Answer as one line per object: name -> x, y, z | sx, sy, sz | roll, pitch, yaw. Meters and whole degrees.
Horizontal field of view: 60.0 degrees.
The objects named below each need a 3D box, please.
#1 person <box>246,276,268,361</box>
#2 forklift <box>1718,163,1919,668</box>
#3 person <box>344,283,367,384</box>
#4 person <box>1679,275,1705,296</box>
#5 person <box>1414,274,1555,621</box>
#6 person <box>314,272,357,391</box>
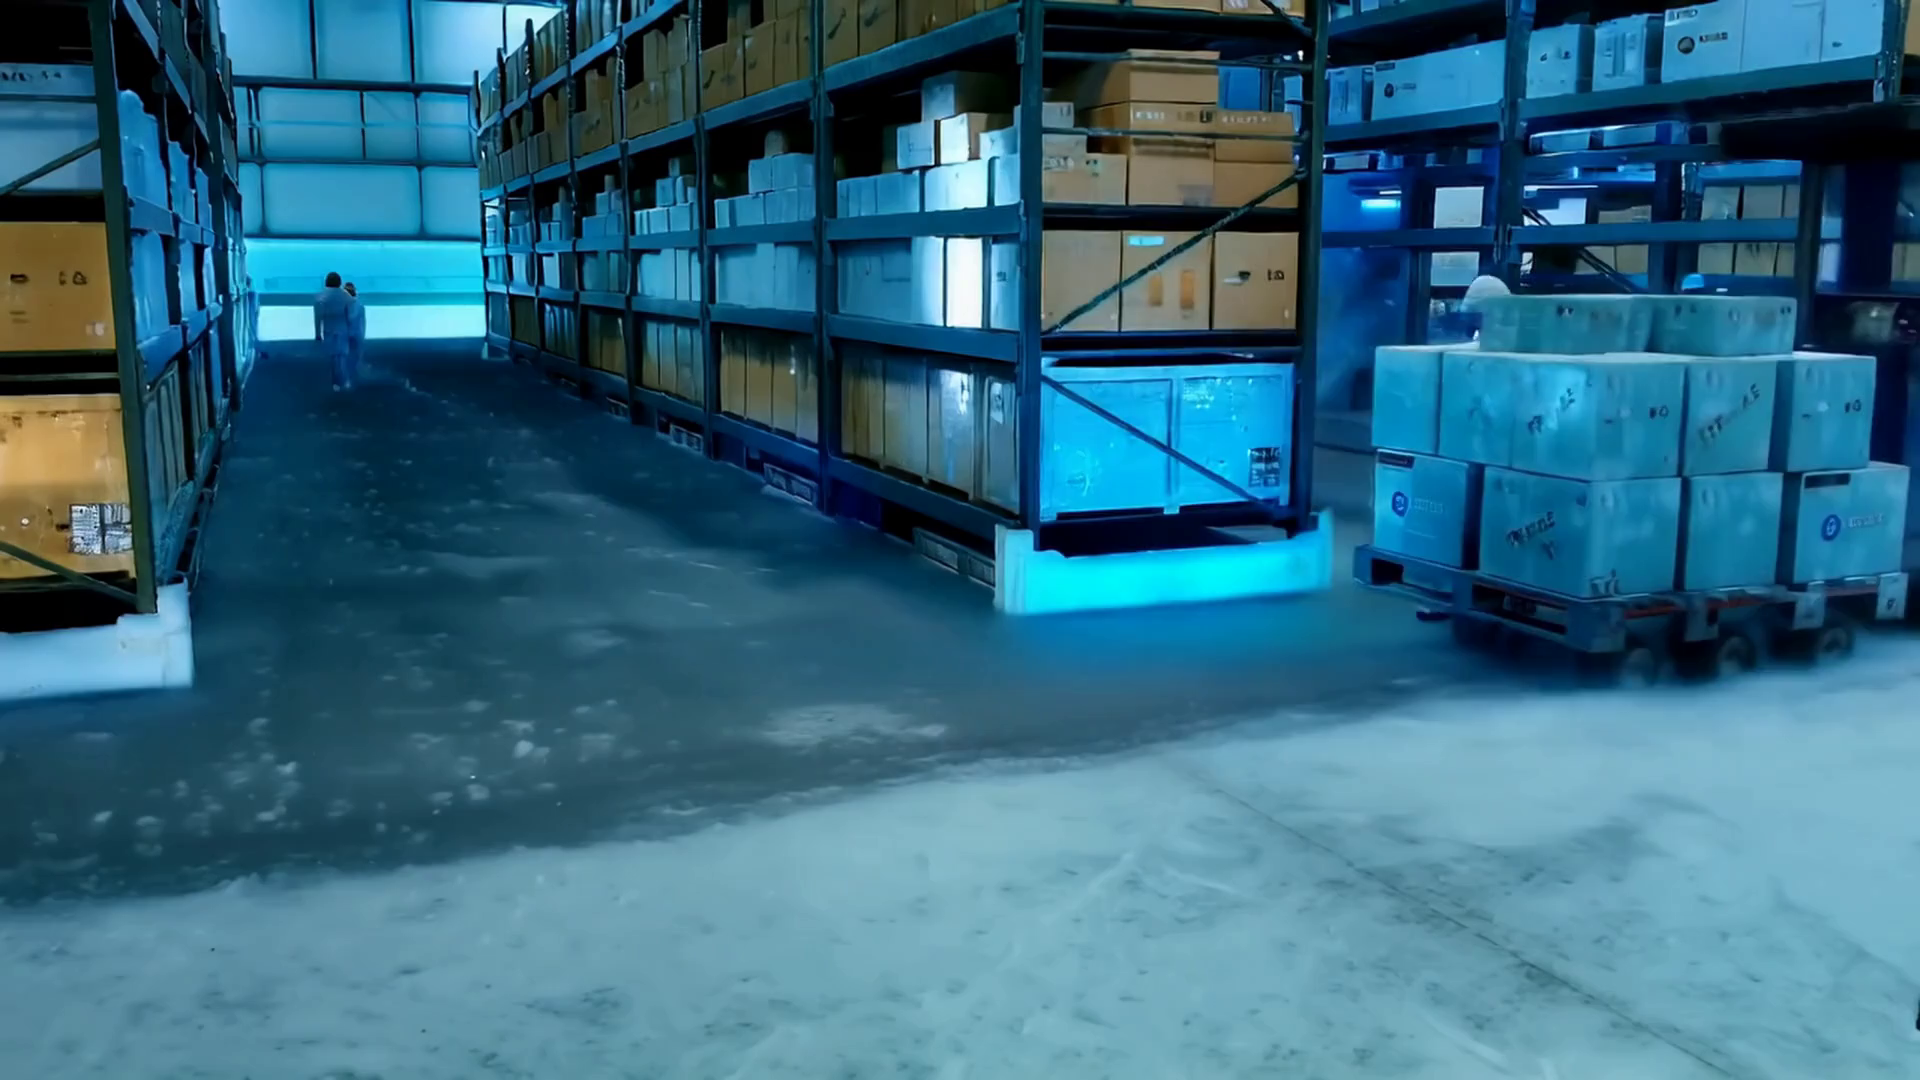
person -> -14.996, -4.624, 34.801 | 0.943, 1.794, 0.659 | -4, 10, -25
forklift -> 5.201, -0.858, 9.004 | 1.873, 2.768, 1.129 | -4, 10, -23
person -> -10.469, -3.538, 28.541 | 0.507, 1.719, 0.702 | -6, 11, -32
person -> 9.132, -2.332, 20.720 | 0.428, 1.924, 0.558 | 8, 12, 38
person -> 3.150, -0.528, 9.644 | 0.959, 2.016, 0.625 | -4, 10, -21
person -> -10.096, -3.365, 26.893 | 0.642, 1.920, 0.647 | -4, 10, -24
